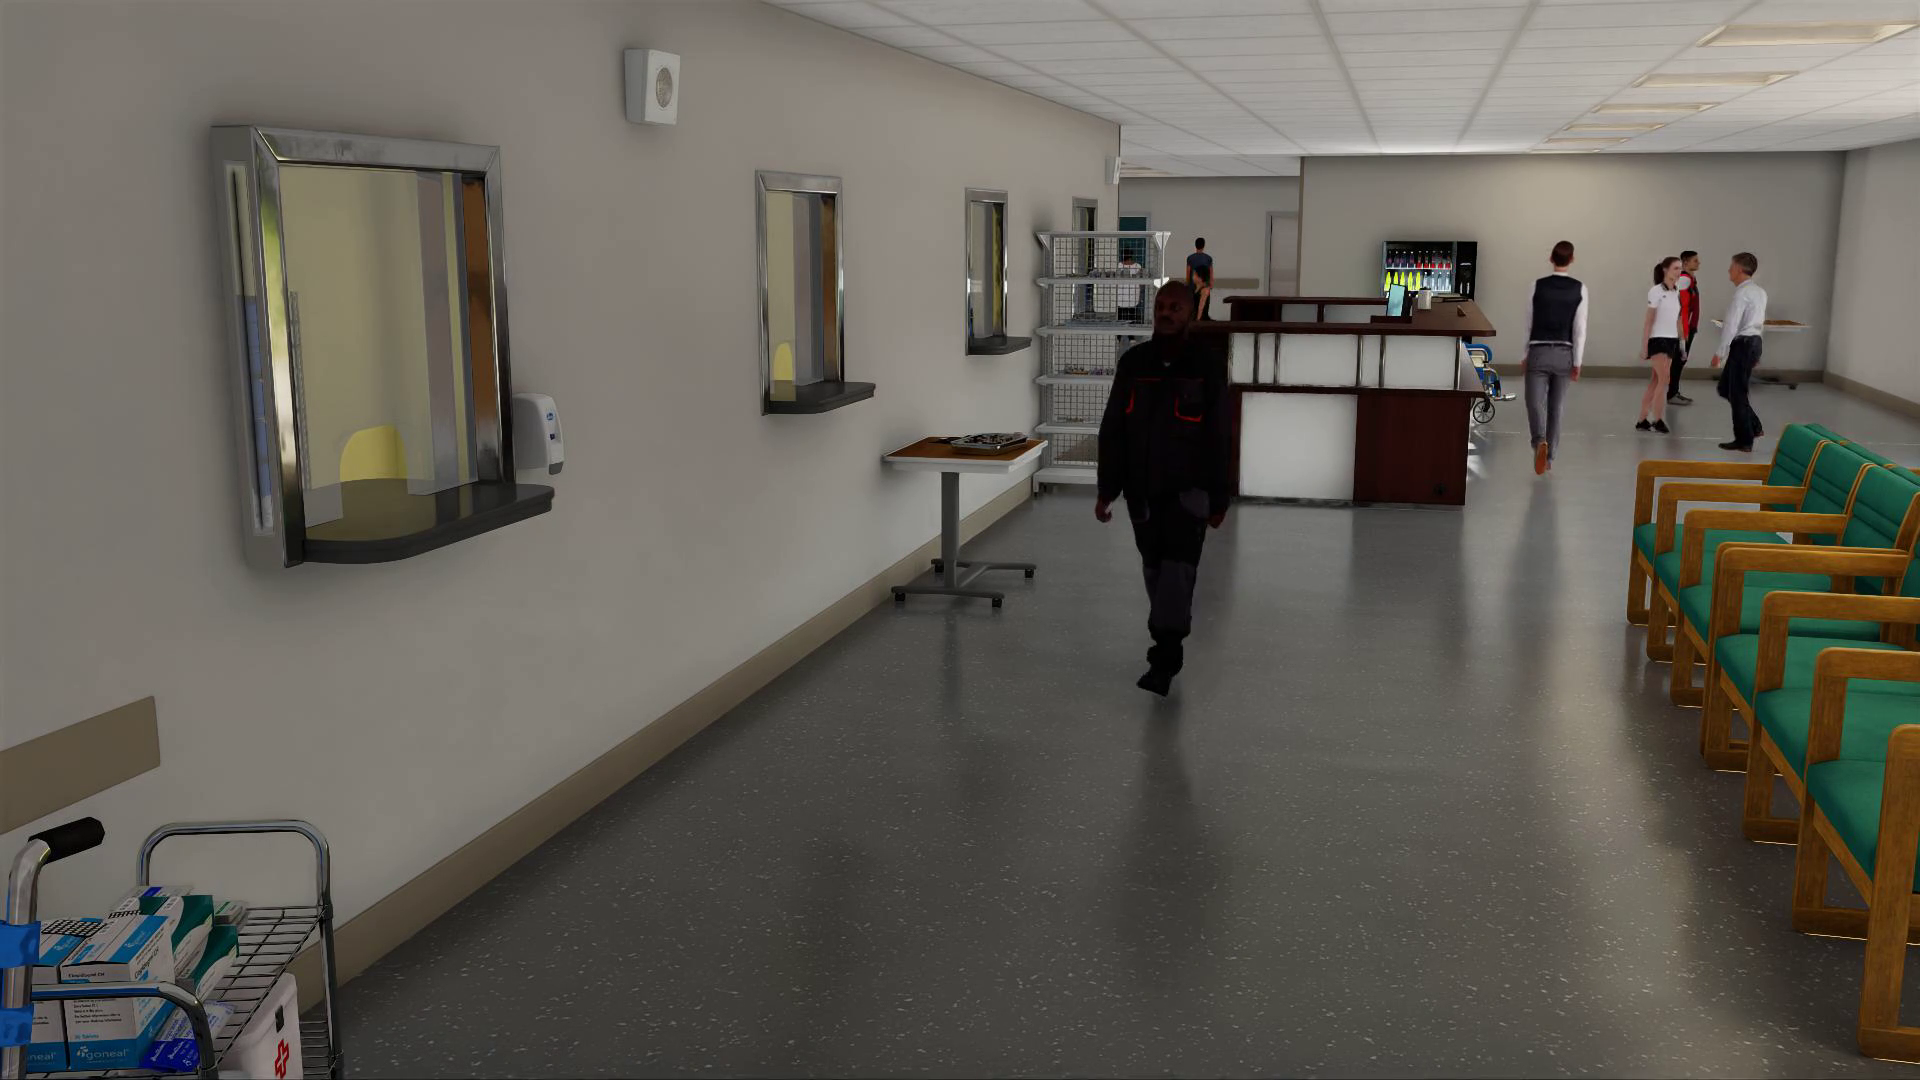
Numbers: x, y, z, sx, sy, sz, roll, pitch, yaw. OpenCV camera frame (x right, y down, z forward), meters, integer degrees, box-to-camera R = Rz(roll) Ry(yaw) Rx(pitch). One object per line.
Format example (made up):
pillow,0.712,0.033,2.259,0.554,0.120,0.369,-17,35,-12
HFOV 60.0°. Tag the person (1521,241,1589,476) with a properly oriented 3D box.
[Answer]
person,4.833,-1.472,13.631,1.052,1.915,0.714,3,11,17

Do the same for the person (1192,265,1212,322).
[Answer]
person,3.177,-2.758,21.481,1.095,1.515,0.835,-2,11,-9

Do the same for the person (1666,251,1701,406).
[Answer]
person,8.383,-2.464,19.284,0.635,1.756,0.691,6,12,30

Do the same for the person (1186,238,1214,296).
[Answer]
person,4.543,-4.831,31.615,0.497,1.810,0.735,2,11,9

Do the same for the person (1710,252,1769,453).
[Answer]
person,7.177,-1.688,15.073,0.804,1.801,0.767,9,14,40

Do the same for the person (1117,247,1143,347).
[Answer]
person,2.840,-4.179,28.507,0.630,1.686,0.770,0,11,2

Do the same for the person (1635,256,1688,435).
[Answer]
person,6.857,-1.913,16.445,0.793,1.732,0.854,-7,13,-31

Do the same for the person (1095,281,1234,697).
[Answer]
person,0.949,-0.230,7.418,1.172,1.791,0.885,5,12,23
